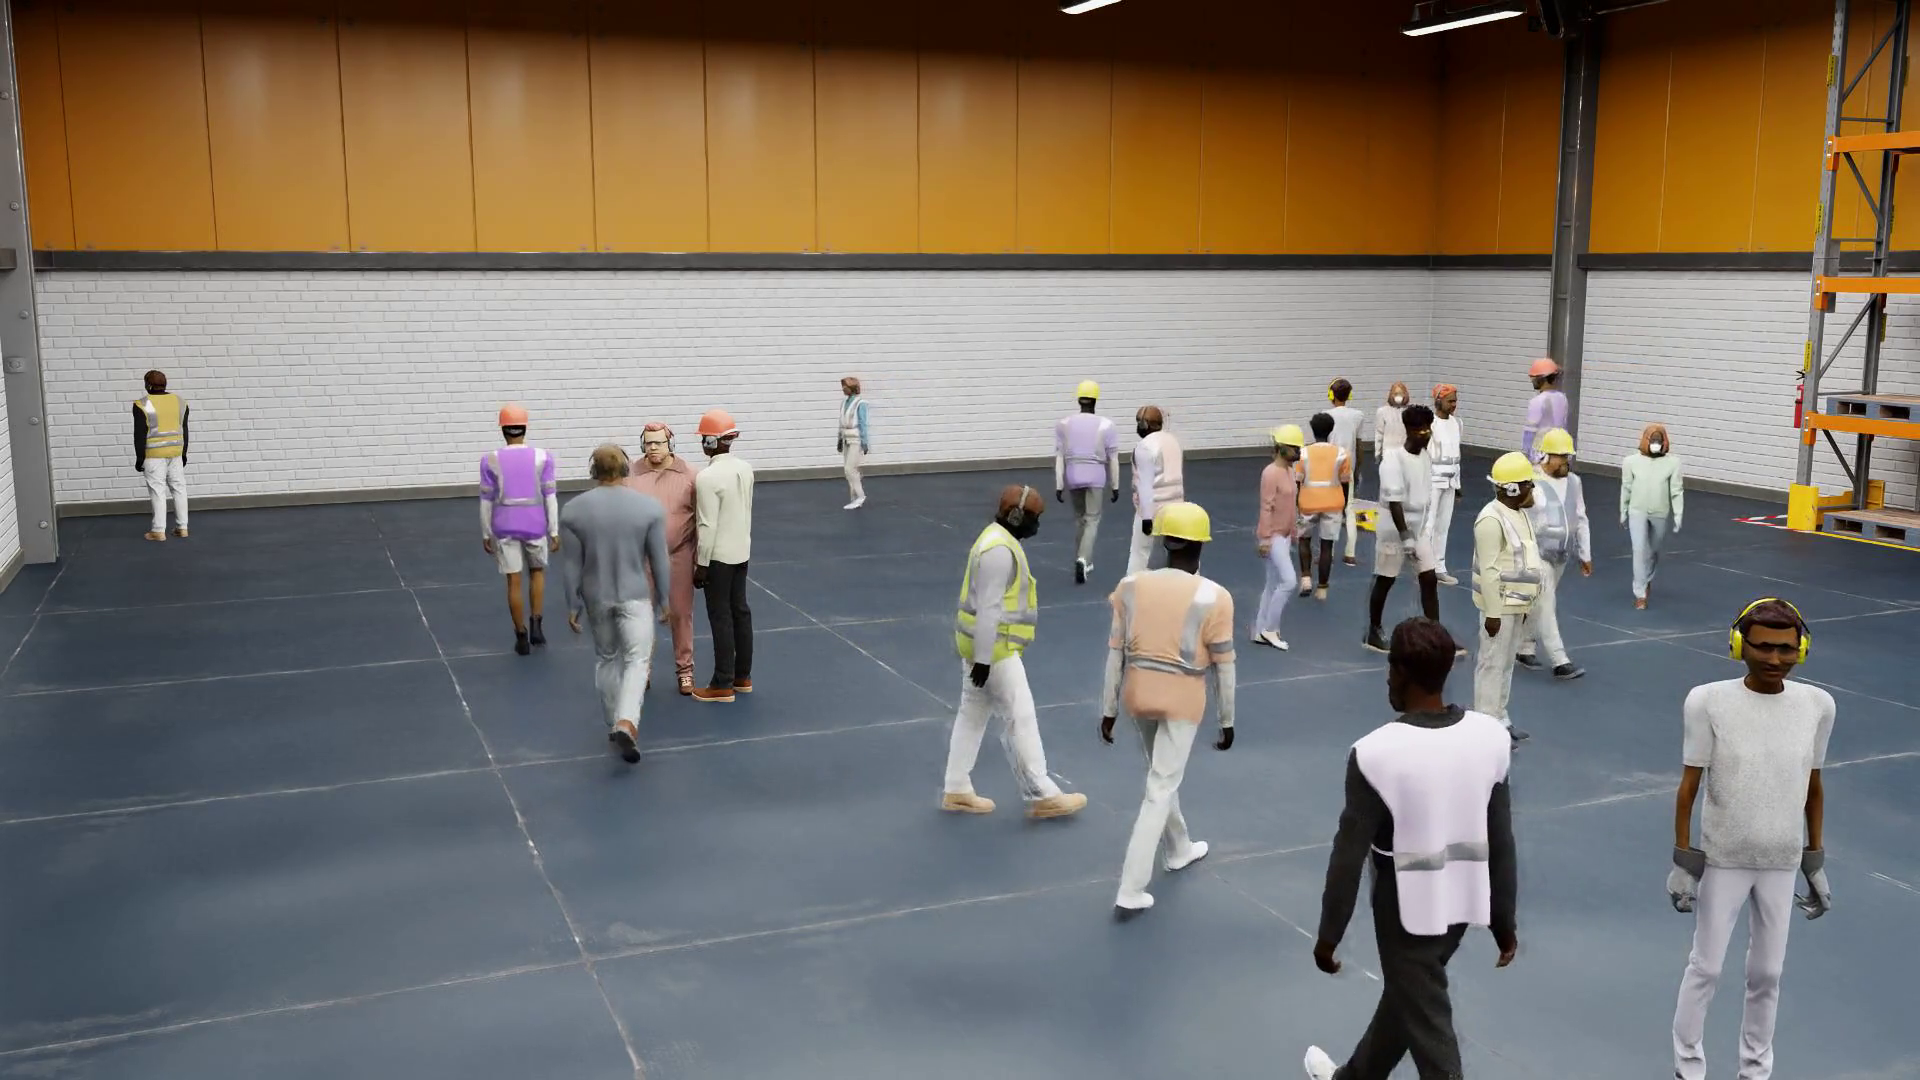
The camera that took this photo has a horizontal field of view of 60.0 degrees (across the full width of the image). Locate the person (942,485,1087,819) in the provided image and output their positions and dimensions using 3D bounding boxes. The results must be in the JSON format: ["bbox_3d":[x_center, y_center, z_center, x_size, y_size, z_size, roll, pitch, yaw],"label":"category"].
[{"bbox_3d":[0.302,0.602,8.957,0.873,1.791,0.672,0,9,-2],"label":"person"}]

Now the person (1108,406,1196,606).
[{"bbox_3d":[1.712,-0.248,14.176,0.938,1.780,0.650,9,13,43],"label":"person"}]

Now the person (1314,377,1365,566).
[{"bbox_3d":[3.733,-0.669,16.414,0.528,1.868,0.311,-2,10,-11],"label":"person"}]

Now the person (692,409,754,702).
[{"bbox_3d":[-1.624,0.105,11.346,0.382,1.995,0.612,4,10,22],"label":"person"}]

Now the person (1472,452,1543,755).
[{"bbox_3d":[3.343,0.378,10.170,0.403,1.836,0.591,6,11,33],"label":"person"}]

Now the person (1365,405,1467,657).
[{"bbox_3d":[3.419,-0.047,12.471,0.619,1.922,0.899,-7,12,-36],"label":"person"}]

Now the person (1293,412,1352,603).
[{"bbox_3d":[3.177,-0.287,14.649,0.538,1.677,0.378,2,9,9],"label":"person"}]

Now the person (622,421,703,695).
[{"bbox_3d":[-2.058,0.132,11.448,0.654,1.906,0.406,-1,9,-5],"label":"person"}]

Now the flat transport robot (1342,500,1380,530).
[{"bbox_3d":[4.548,-0.320,19.133,0.652,0.197,1.431,-5,11,-29],"label":"flat transport robot"}]

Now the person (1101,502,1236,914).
[{"bbox_3d":[0.972,0.762,7.775,0.599,1.866,0.975,7,12,35],"label":"person"}]

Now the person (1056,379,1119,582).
[{"bbox_3d":[1.188,-0.567,15.735,0.598,1.898,0.875,3,10,17],"label":"person"}]

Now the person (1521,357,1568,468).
[{"bbox_3d":[5.955,-0.860,17.115,0.429,2.029,0.610,8,13,42],"label":"person"}]

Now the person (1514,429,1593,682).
[{"bbox_3d":[4.288,0.112,11.893,0.626,1.792,0.872,-4,10,-25],"label":"person"}]

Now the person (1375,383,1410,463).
[{"bbox_3d":[5.157,-1.052,19.598,0.516,1.593,0.844,2,10,11],"label":"person"}]

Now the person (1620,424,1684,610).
[{"bbox_3d":[6.057,-0.231,14.595,0.506,1.598,0.830,3,10,18],"label":"person"}]

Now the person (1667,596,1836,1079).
[{"bbox_3d":[2.697,1.107,5.665,0.538,1.866,0.313,0,9,3],"label":"person"}]

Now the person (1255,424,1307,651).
[{"bbox_3d":[2.491,-0.019,12.829,0.489,1.742,0.539,6,11,31],"label":"person"}]

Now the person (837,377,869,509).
[{"bbox_3d":[-1.320,-1.167,20.155,0.382,1.623,0.545,-6,11,-32],"label":"person"}]

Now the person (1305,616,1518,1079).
[{"bbox_3d":[1.398,1.160,5.312,0.621,1.867,1.001,-5,11,-28],"label":"person"}]

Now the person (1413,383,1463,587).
[{"bbox_3d":[4.423,-0.502,15.354,0.586,1.883,0.341,-6,11,-34],"label":"person"}]

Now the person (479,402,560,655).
[{"bbox_3d":[-3.393,-0.098,12.792,0.581,1.917,0.608,-3,10,-18],"label":"person"}]

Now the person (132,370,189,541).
[{"bbox_3d":[-8.650,-0.917,18.000,0.429,1.844,0.627,5,11,30],"label":"person"}]

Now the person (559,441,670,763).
[{"bbox_3d":[-2.072,0.376,9.964,0.640,1.916,0.866,0,9,-3],"label":"person"}]
